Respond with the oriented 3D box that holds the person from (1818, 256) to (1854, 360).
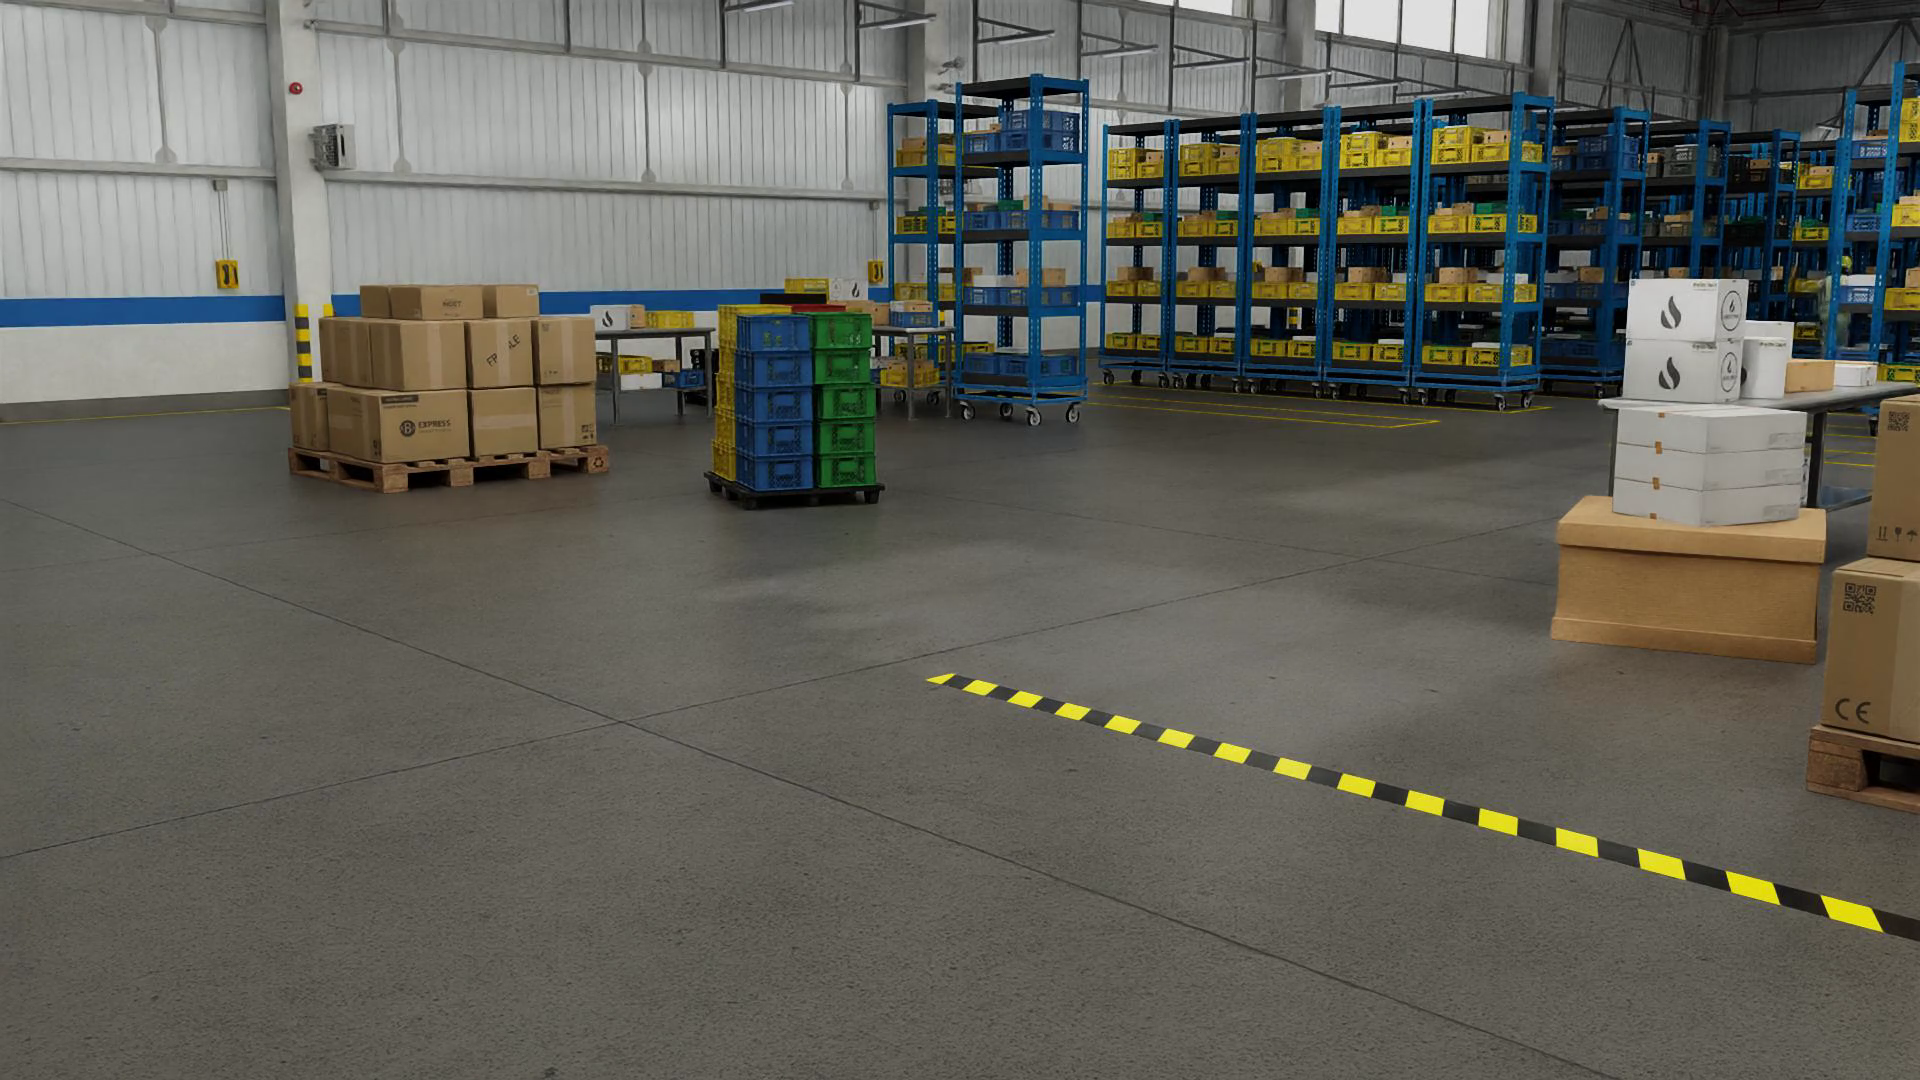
[{"bbox_3d":[13.033,-3.295,24.658,0.739,1.800,0.609,-9,13,-44],"label":"person"}]
